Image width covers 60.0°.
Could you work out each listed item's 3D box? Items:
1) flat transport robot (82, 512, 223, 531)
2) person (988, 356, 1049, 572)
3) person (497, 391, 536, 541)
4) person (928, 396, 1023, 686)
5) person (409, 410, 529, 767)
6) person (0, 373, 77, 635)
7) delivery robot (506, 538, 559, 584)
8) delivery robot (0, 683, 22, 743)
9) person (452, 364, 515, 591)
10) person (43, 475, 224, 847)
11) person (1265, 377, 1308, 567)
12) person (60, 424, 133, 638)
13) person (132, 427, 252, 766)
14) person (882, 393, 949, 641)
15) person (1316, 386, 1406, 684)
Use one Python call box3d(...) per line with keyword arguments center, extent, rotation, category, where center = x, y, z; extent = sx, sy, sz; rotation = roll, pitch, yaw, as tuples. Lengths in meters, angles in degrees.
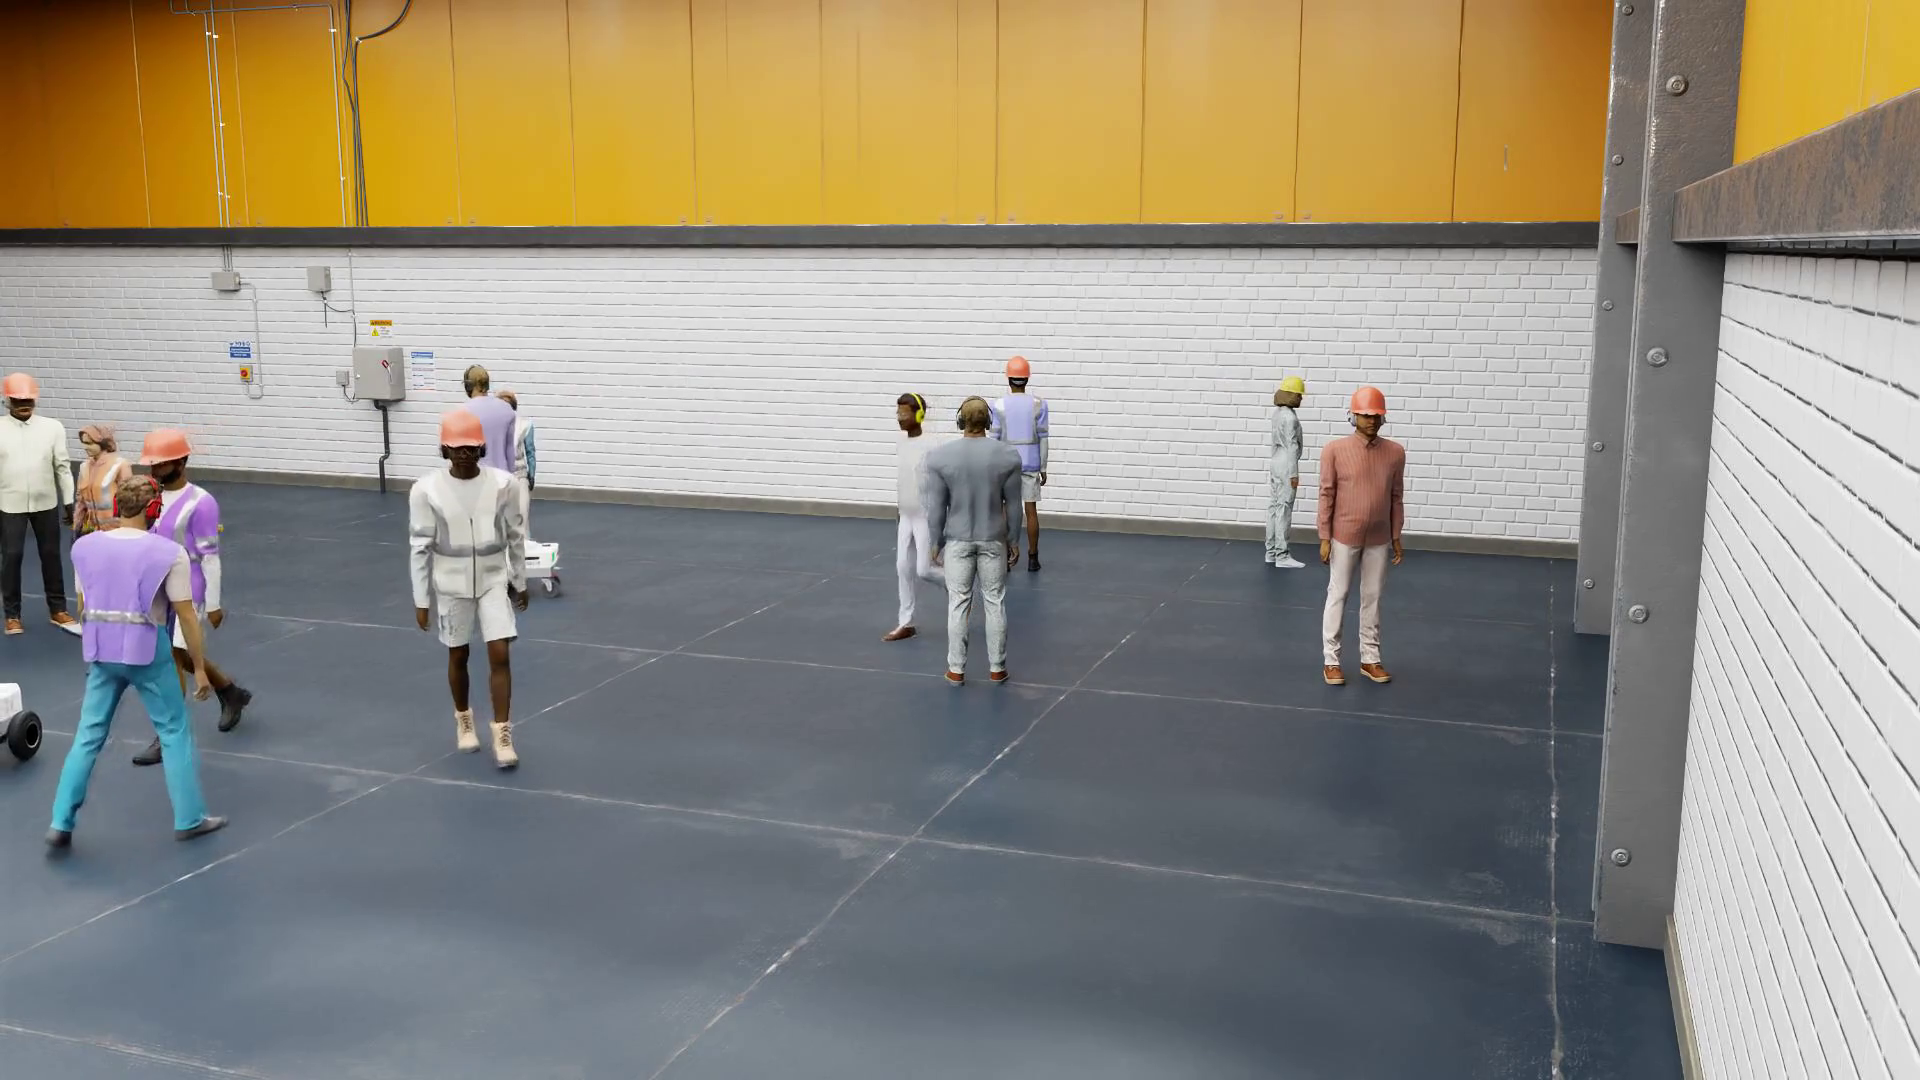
box3d(center=(-8.240, -0.191, 16.875), extent=(1.431, 0.197, 0.652), rotation=(5, 11, 28), category="flat transport robot")
box3d(center=(0.520, -0.674, 14.892), extent=(0.546, 1.942, 0.352), rotation=(-1, 10, -3), category="person")
box3d(center=(-4.113, -0.535, 15.083), extent=(0.535, 1.602, 0.830), rotation=(-2, 10, -13), category="person")
box3d(center=(0.102, 0.013, 11.033), extent=(0.630, 1.940, 0.372), rotation=(0, 10, -3), category="person")
box3d(center=(-2.736, 0.276, 9.332), extent=(0.641, 2.003, 0.923), rotation=(-4, 11, -23), category="person")
box3d(center=(-7.020, -0.273, 12.554), extent=(0.630, 1.981, 0.436), rotation=(-9, 14, -42), category="person")
box3d(center=(-3.707, 0.156, 13.861), extent=(0.707, 0.478, 0.477), rotation=(-2, 10, -9), category="delivery robot")
box3d(center=(-5.534, 0.980, 9.219), extent=(0.477, 0.478, 0.707), rotation=(0, 10, -1), category="delivery robot")
box3d(center=(-3.975, -0.497, 13.909), extent=(0.354, 1.936, 0.635), rotation=(6, 12, 30), category="person")
box3d(center=(-4.055, 0.608, 8.057), extent=(0.795, 1.813, 0.530), rotation=(0, 10, 0), category="person")
box3d(center=(2.995, -0.622, 15.187), extent=(0.311, 1.735, 0.484), rotation=(-1, 10, -8), category="person")
box3d(center=(-6.377, -0.048, 12.315), extent=(0.526, 1.595, 0.859), rotation=(6, 12, 30), category="person")
box3d(center=(-4.500, 0.278, 9.646), extent=(0.557, 1.904, 0.874), rotation=(5, 11, 27), category="person")
box3d(center=(-0.261, -0.179, 12.367), extent=(0.659, 1.857, 0.509), rotation=(-9, 13, -40), category="person")
box3d(center=(2.680, -0.029, 11.114), extent=(0.612, 1.995, 0.376), rotation=(-2, 10, -11), category="person")
